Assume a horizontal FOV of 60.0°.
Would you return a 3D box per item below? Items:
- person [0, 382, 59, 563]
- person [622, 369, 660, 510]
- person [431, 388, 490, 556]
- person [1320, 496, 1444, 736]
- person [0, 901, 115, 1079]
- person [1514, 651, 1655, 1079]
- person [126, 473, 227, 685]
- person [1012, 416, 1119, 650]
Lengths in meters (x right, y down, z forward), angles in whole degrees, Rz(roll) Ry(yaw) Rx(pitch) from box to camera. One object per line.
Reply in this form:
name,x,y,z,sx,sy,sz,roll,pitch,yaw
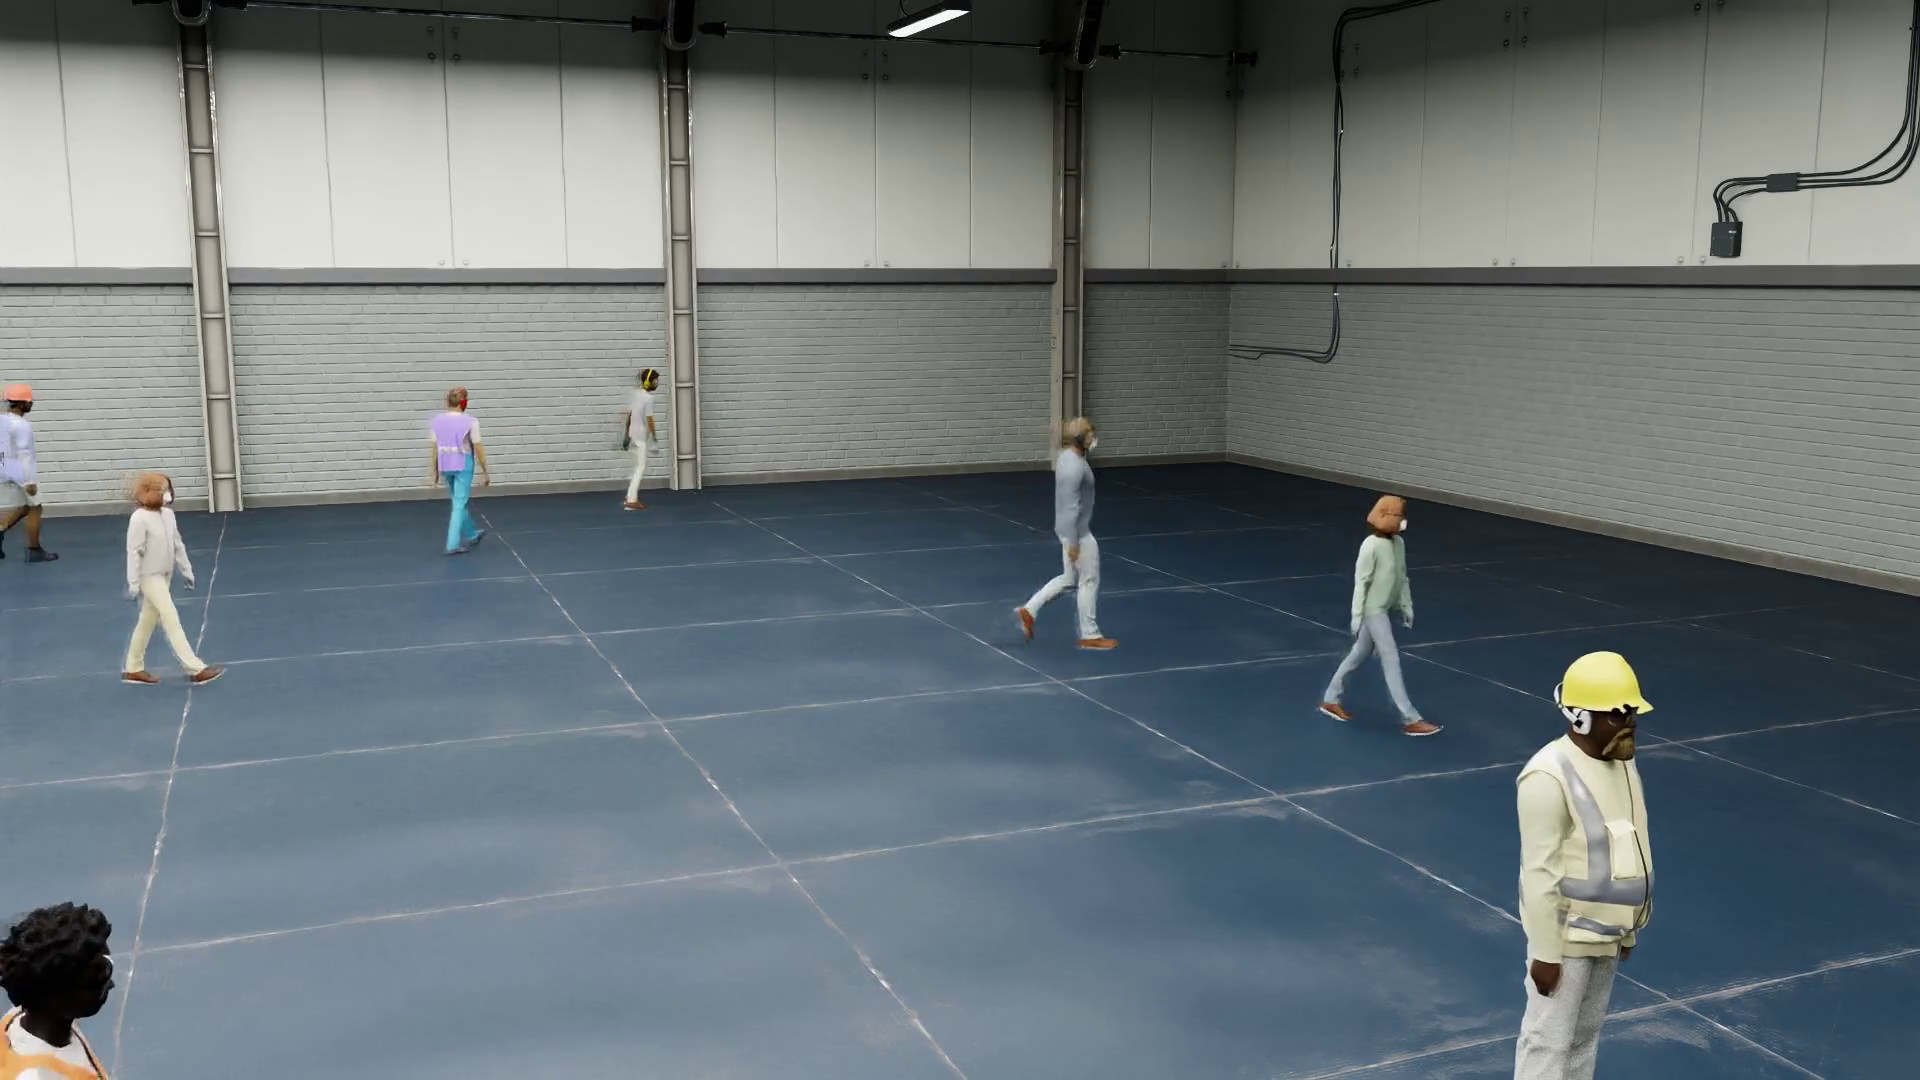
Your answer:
person,-9.886,-0.690,17.430,0.556,1.917,0.601,7,11,37
person,-4.126,-1.298,21.518,0.515,1.829,0.540,-5,11,-31
person,-5.445,-0.765,18.287,0.582,1.795,0.930,4,10,21
person,2.810,0.488,11.080,0.908,1.583,0.512,7,12,38
person,-2.099,1.619,3.698,0.674,1.670,0.534,-7,11,-37
person,2.042,1.262,5.440,0.586,1.835,0.404,-9,12,-43
person,-5.832,0.294,12.251,0.839,1.582,0.524,0,9,2
person,0.865,-0.049,13.422,0.798,1.914,0.636,0,9,0
